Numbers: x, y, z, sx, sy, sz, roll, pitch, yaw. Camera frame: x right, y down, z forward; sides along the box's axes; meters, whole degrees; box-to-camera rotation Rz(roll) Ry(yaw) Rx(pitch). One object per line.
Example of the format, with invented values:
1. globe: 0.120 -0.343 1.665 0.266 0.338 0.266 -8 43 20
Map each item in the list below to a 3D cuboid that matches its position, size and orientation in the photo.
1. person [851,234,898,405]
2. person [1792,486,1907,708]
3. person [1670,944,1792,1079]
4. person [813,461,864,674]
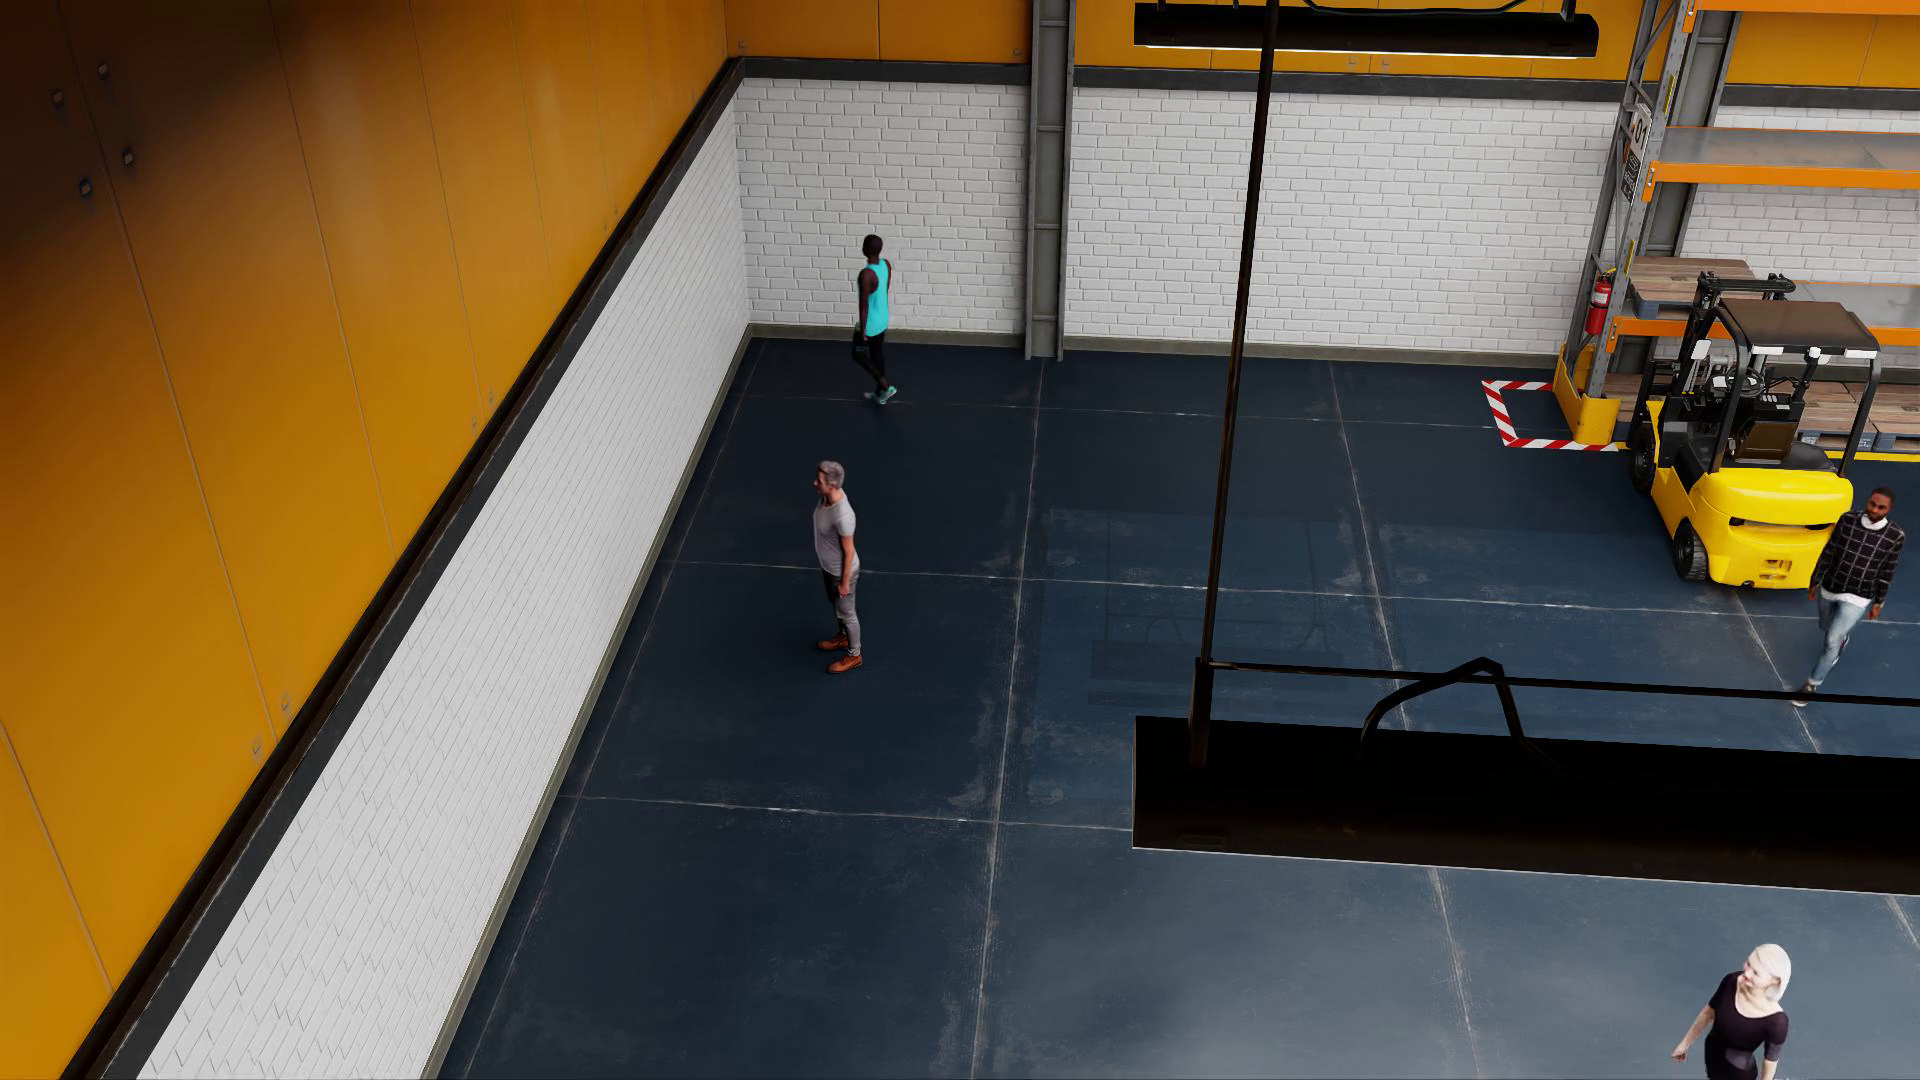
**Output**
1. person: -0.775 -2.087 16.190 0.850 1.795 0.789 21 39 29
2. person: 6.713 0.351 12.527 1.229 1.789 1.190 -26 42 -34
3. person: 4.156 2.808 8.841 1.236 1.777 0.896 -9 35 -14
4. person: -0.922 0.186 12.740 0.704 1.828 0.762 -11 35 -16
